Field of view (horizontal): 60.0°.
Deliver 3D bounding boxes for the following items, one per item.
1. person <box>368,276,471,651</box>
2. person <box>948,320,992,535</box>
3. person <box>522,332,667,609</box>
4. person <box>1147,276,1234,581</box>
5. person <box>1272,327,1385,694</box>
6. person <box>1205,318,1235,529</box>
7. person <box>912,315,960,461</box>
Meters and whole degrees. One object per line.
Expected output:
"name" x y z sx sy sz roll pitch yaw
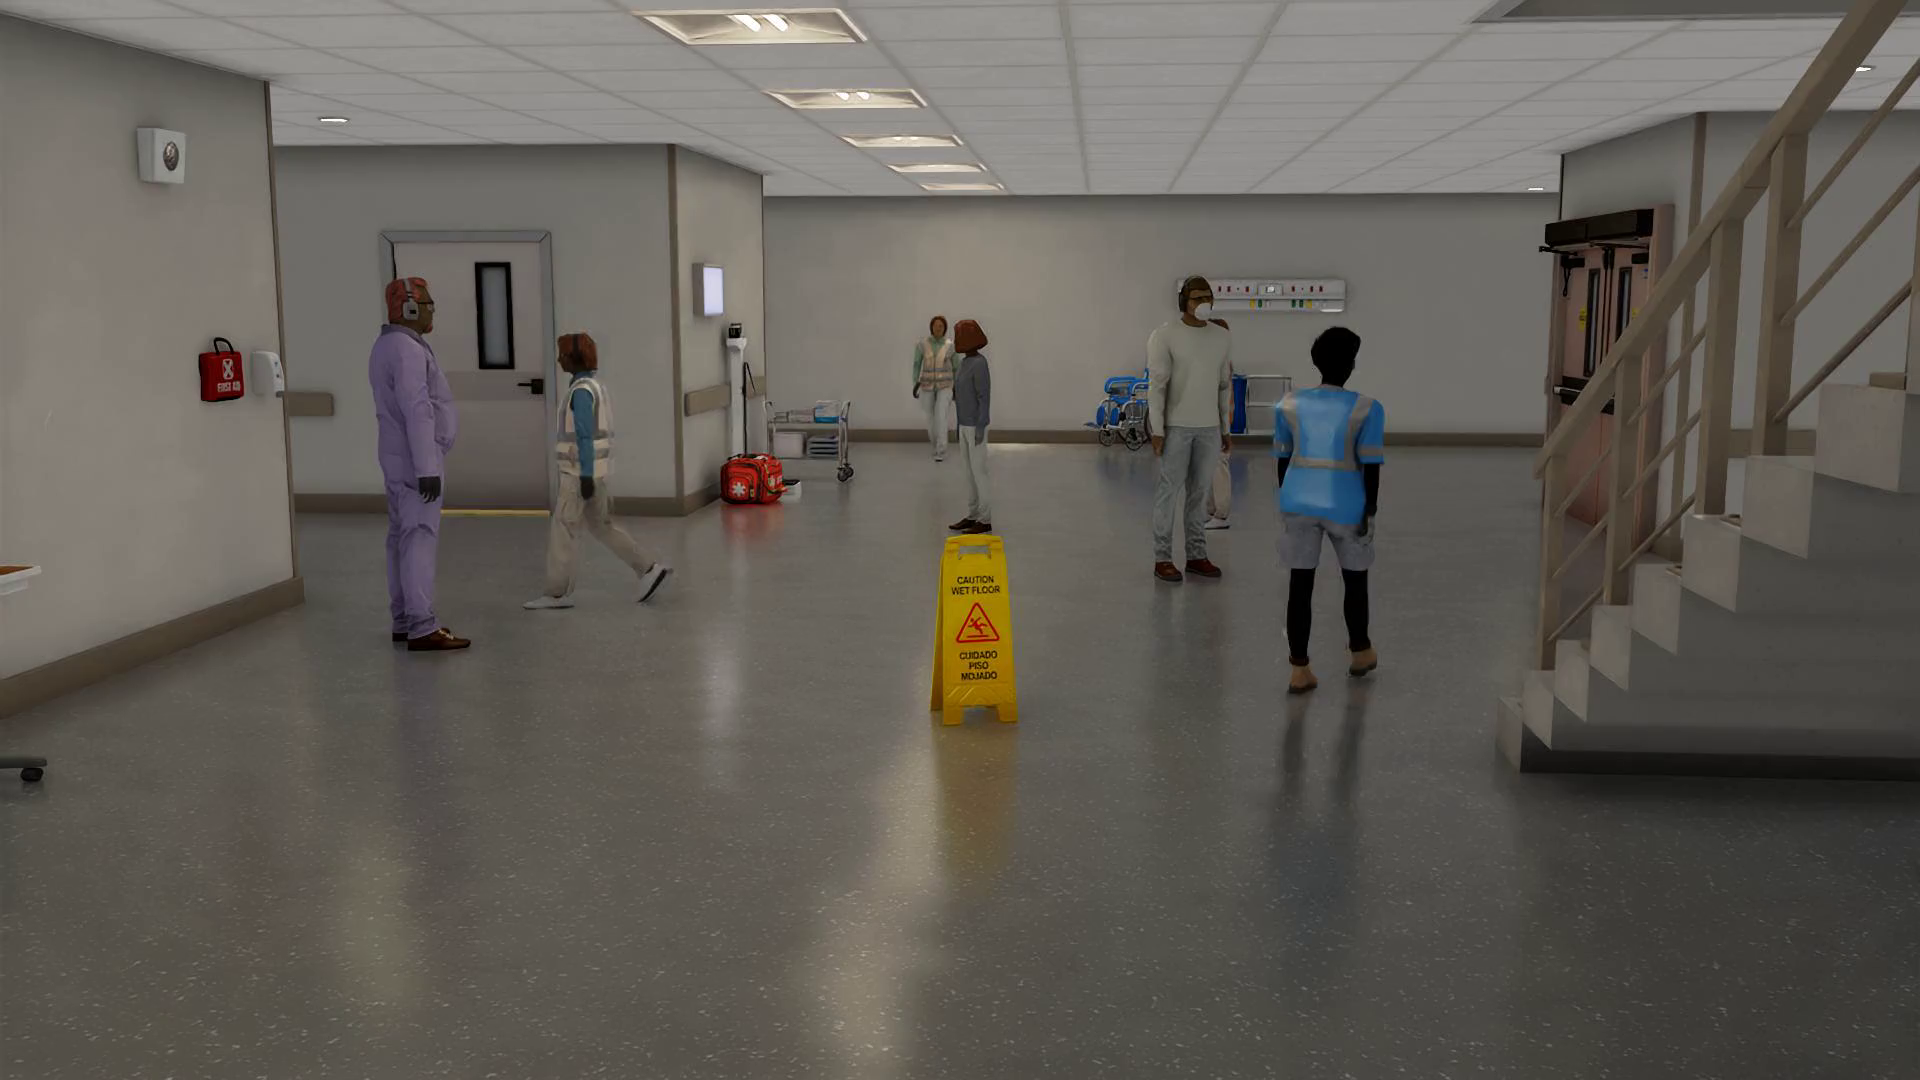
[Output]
"person" -2.789 -0.389 8.565 0.409 1.909 0.641 -5 10 -31
"person" 0.079 -0.855 12.655 0.281 1.631 0.507 -3 9 -18
"person" -2.126 -0.399 9.642 0.780 1.608 0.526 -1 8 -8
"person" 1.480 -0.712 10.650 0.629 1.940 0.376 -4 9 -26
"person" 1.731 -0.148 7.747 0.538 1.666 0.784 4 9 26
"person" 1.982 -0.904 12.966 0.309 1.641 0.514 -1 8 -6
"person" -0.245 -1.701 18.484 0.516 1.608 0.774 2 9 10
